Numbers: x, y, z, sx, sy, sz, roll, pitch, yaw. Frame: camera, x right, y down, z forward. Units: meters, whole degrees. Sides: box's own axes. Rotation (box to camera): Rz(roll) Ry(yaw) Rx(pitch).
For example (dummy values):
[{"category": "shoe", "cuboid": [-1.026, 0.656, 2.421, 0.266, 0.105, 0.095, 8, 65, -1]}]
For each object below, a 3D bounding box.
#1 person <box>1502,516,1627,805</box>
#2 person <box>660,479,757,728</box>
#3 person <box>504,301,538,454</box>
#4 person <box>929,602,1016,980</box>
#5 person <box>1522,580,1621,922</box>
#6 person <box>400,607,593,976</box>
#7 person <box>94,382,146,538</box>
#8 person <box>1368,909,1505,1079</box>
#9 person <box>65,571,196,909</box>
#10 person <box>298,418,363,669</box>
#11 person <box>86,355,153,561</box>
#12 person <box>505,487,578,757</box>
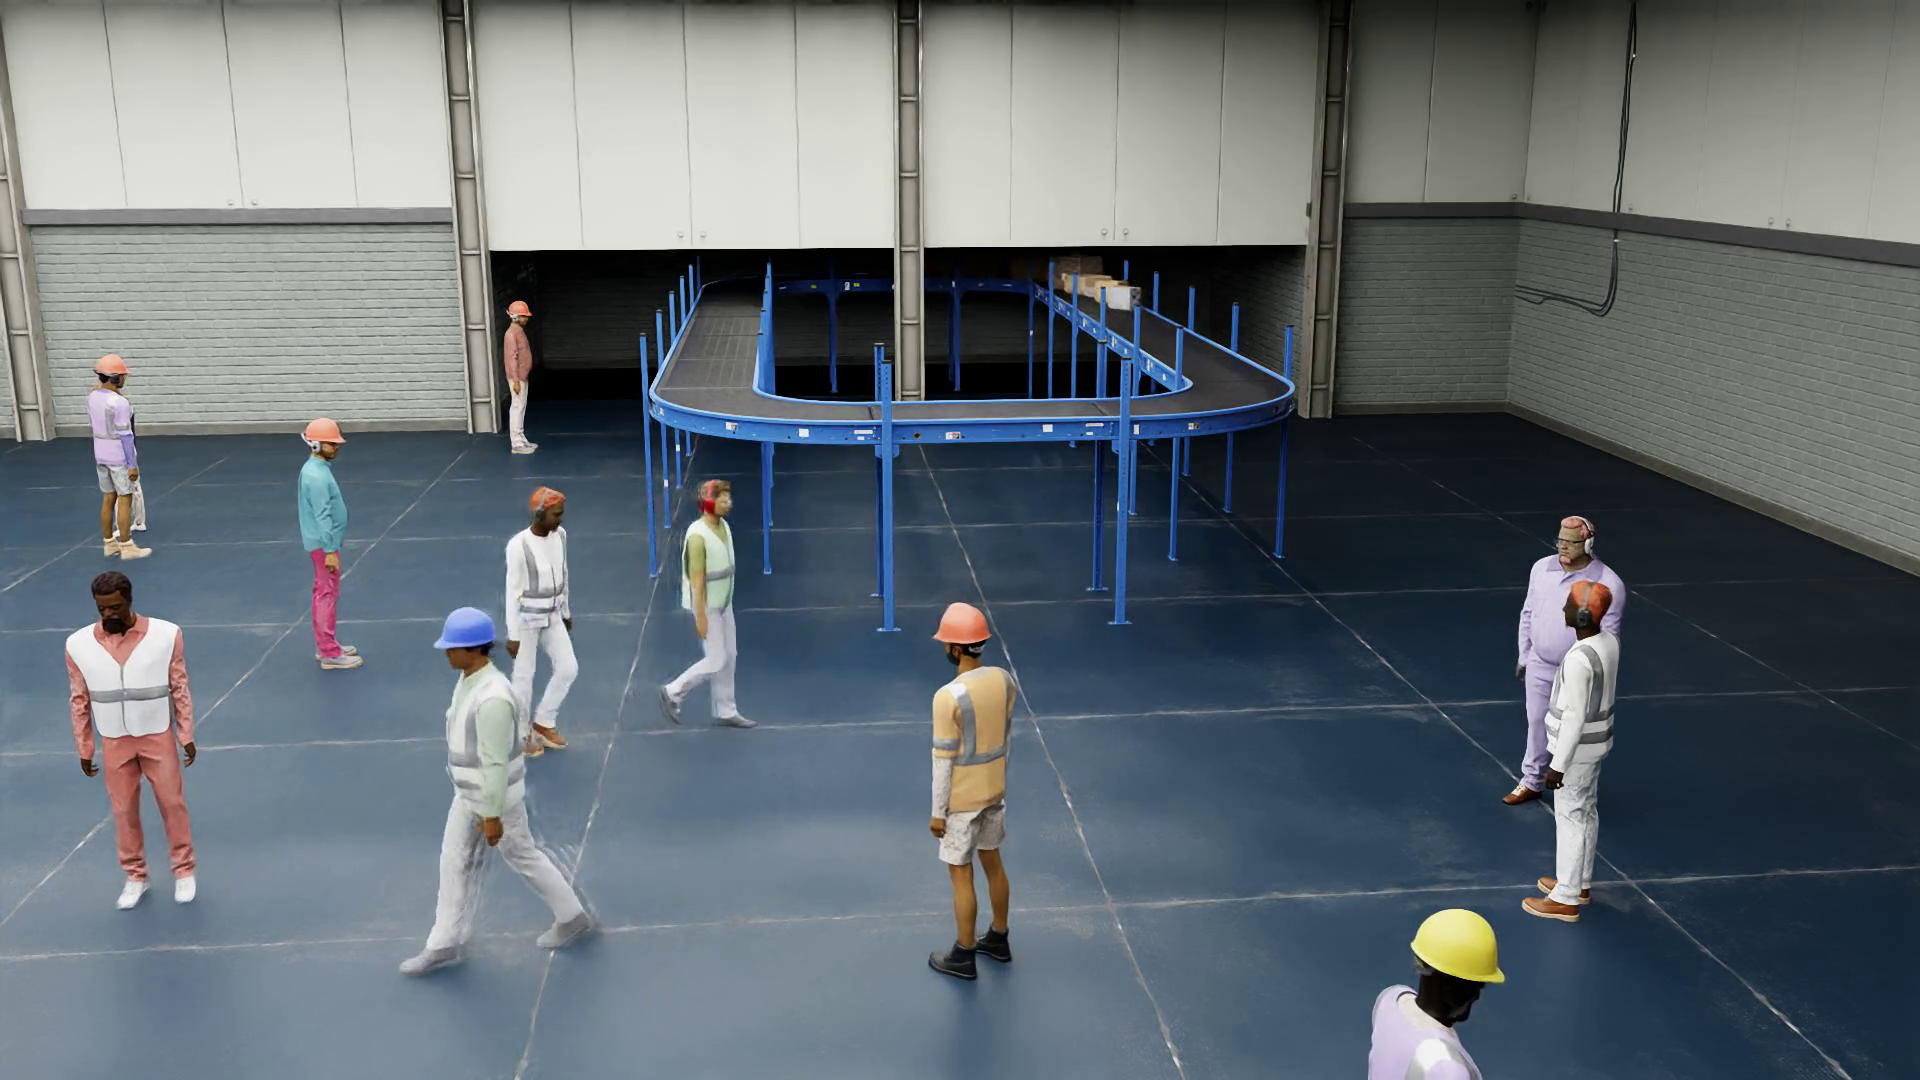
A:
[{"category": "person", "cuboid": [3.726, 0.784, 10.290, 0.410, 1.909, 0.643, -12, 18, -40]}, {"category": "person", "cuboid": [-1.784, 0.466, 11.717, 0.576, 1.830, 0.587, 4, 14, 14]}, {"category": "person", "cuboid": [-5.757, -2.136, 21.800, 0.396, 1.990, 0.621, -1, 14, -4]}, {"category": "person", "cuboid": [0.035, 1.255, 8.374, 0.395, 1.929, 0.541, 11, 18, 38]}, {"category": "person", "cuboid": [3.317, 1.126, 8.967, 0.355, 1.884, 0.575, 10, 17, 35]}, {"category": "person", "cuboid": [-2.367, 1.251, 8.440, 0.979, 1.904, 0.619, -9, 16, -31]}, {"category": "person", "cuboid": [-8.772, -0.840, 17.335, 0.313, 1.637, 0.513, 4, 15, 15]}, {"category": "person", "cuboid": [1.458, 2.049, 5.205, 0.378, 1.918, 0.585, -2, 14, -7]}, {"category": "person", "cuboid": [-4.521, 1.078, 9.120, 0.598, 1.908, 0.398, -4, 15, -17]}, {"category": "person", "cuboid": [-5.000, 0.022, 13.170, 0.395, 1.988, 0.614, -6, 15, -24]}, {"category": "person", "cuboid": [-8.320, -0.817, 16.452, 0.603, 2.034, 0.418, 9, 17, 32]}, {"category": "person", "cuboid": [-2.866, 0.559, 11.284, 0.505, 1.855, 0.692, 7, 16, 27]}]
